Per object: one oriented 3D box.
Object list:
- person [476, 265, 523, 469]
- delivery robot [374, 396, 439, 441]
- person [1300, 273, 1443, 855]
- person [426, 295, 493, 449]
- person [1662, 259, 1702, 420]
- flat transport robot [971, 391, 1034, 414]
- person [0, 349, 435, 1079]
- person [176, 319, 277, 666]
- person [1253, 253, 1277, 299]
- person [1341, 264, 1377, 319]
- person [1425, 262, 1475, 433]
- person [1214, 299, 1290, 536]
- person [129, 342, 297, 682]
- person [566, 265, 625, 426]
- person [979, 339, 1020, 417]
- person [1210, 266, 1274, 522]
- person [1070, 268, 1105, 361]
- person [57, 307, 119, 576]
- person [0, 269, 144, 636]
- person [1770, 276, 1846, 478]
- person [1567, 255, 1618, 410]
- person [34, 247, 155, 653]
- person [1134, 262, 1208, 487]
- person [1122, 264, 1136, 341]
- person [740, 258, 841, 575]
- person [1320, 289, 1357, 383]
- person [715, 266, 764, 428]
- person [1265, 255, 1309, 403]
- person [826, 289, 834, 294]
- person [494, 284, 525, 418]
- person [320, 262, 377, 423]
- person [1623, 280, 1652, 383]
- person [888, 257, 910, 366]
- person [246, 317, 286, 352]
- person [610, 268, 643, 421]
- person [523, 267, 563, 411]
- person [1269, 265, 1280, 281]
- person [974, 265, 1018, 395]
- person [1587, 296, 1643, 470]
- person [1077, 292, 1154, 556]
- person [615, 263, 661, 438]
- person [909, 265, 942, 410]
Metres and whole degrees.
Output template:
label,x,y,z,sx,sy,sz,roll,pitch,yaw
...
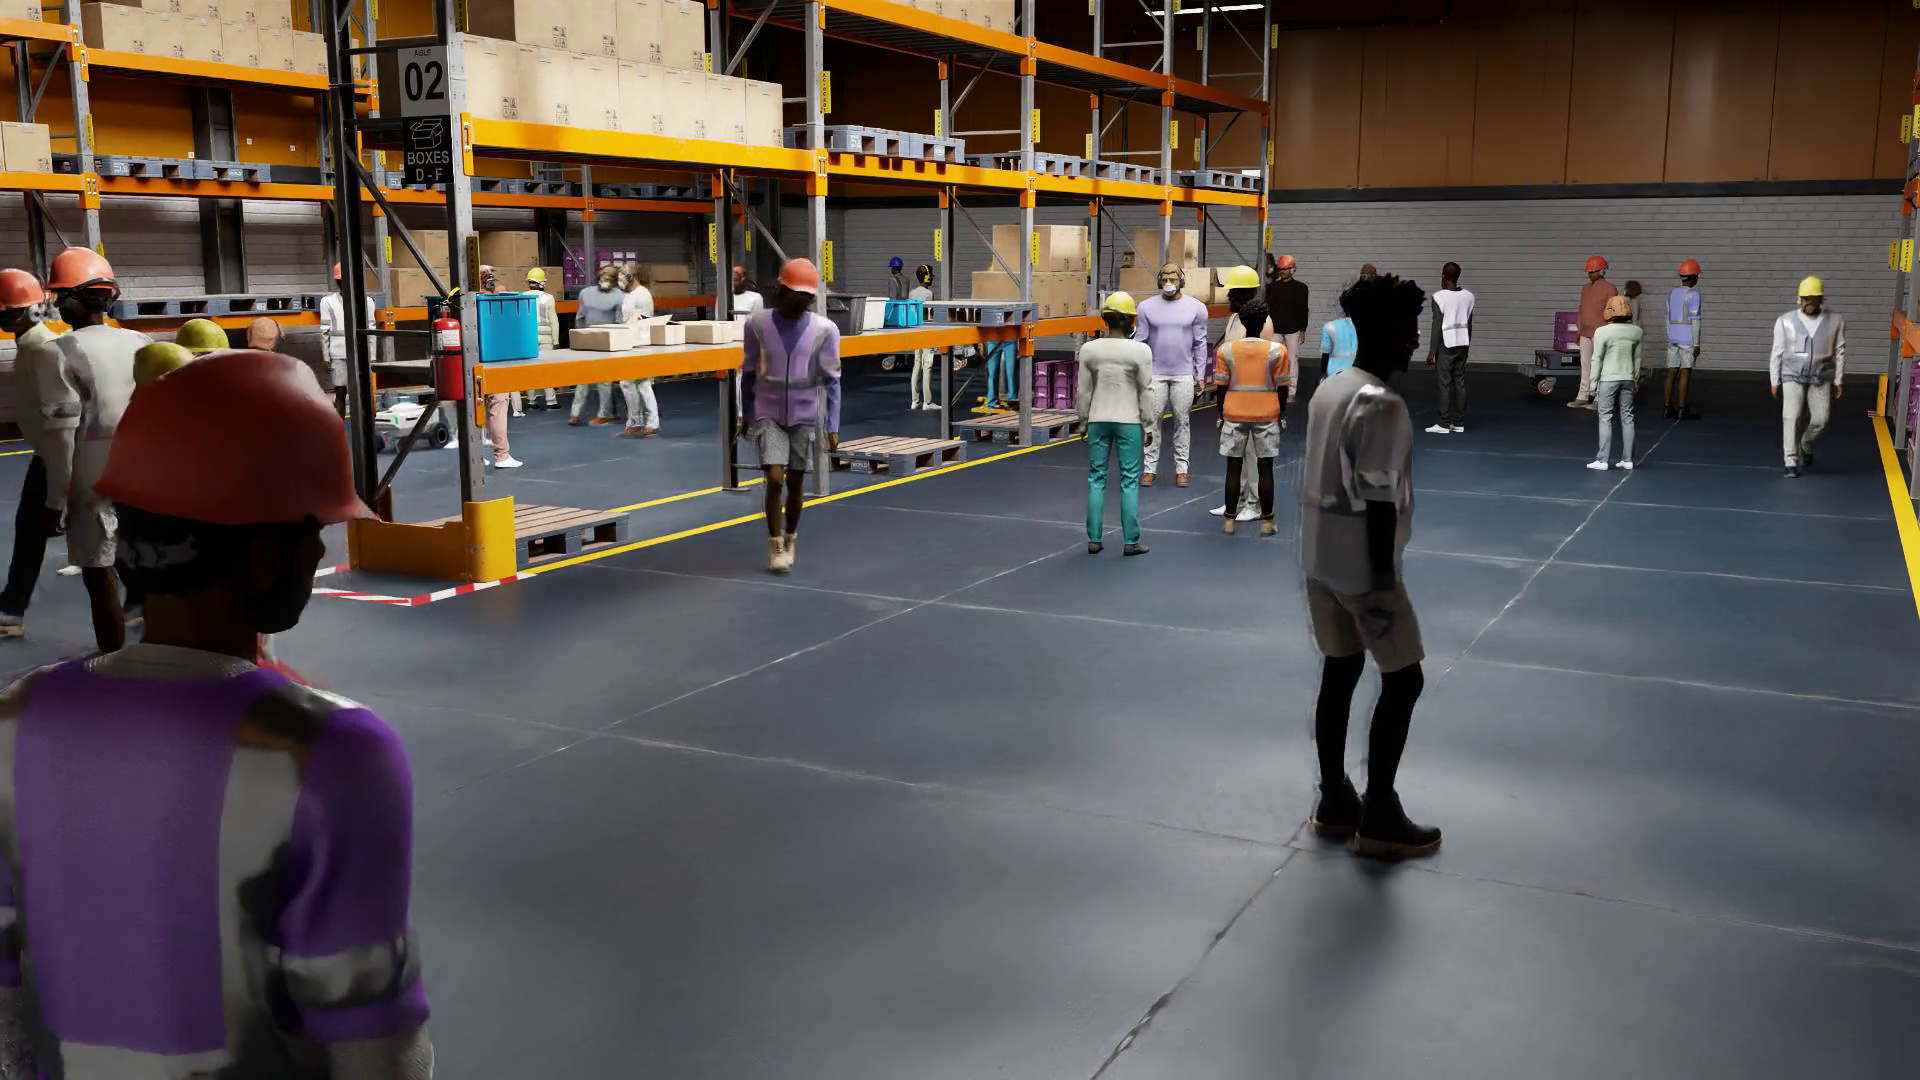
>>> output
label,x,y,z,sx,sy,sz,roll,pitch,yaw
person,-4.436,-1.620,15.642,0.652,1.906,0.404,4,10,20
delivery robot,-5.660,-1.226,16.998,0.477,0.478,0.707,4,10,21
person,1.398,0.081,5.648,0.475,1.955,0.625,-2,10,-12
person,-5.189,-1.725,17.146,0.629,1.596,0.410,2,10,12
person,8.804,-2.426,20.205,0.350,1.942,0.547,-3,10,-16
flat transport robot,0.821,-1.740,21.066,0.652,0.197,1.431,7,12,36
person,-0.862,0.767,1.863,0.594,1.926,0.538,2,10,13
person,-3.213,-0.080,7.199,0.487,1.744,0.312,2,10,14
person,4.954,-3.660,27.063,0.535,2.000,0.714,9,14,43
person,5.762,-2.998,23.724,0.642,1.876,0.849,9,13,42
person,5.515,-2.155,18.706,0.590,1.920,0.399,-5,11,-27
person,2.083,-0.867,11.891,0.539,1.696,0.317,3,10,14
person,-2.677,0.118,6.155,0.793,1.711,0.530,-7,12,-35
person,-4.222,-2.226,19.236,0.701,1.883,0.676,4,10,20
person,0.516,-2.417,20.445,0.578,1.840,0.377,1,10,6
person,2.135,-1.101,12.575,0.379,1.924,0.594,-3,10,-18
person,1.936,-3.246,25.263,0.590,1.836,0.404,3,10,15
person,-5.429,-0.690,10.362,0.520,1.874,0.327,4,11,24
person,-4.774,-0.448,8.748,1.025,1.928,0.645,-10,14,-44
person,7.653,-1.472,15.039,0.621,1.816,0.448,3,10,19
person,8.211,-2.681,21.556,0.391,1.986,0.609,-4,11,-22
person,-3.761,-0.245,7.284,0.379,2.045,0.605,4,10,20
person,1.812,-1.419,14.382,0.635,1.938,0.354,2,10,9
person,2.649,-3.383,26.047,0.430,1.841,0.624,0,10,-2
person,-1.066,-0.771,10.495,0.632,1.981,0.734,-1,10,-6
person,3.678,-1.530,15.774,0.547,1.689,0.322,4,10,21
person,-2.571,-2.202,19.141,0.620,1.857,0.765,2,10,13
person,4.388,-2.842,22.460,0.612,1.995,0.392,6,11,30
person,-1.775,-2.250,19.370,0.657,1.885,0.690,5,11,27
person,-5.588,-2.309,20.385,0.522,1.645,0.306,-1,10,-4
person,-6.369,-1.934,17.366,0.551,1.936,0.356,-4,10,-21
person,10.122,-3.096,24.998,0.492,1.618,0.519,3,10,17
person,-1.122,-4.102,29.890,0.395,1.945,0.618,5,11,25
person,-4.448,-0.621,10.727,0.522,1.608,0.698,-3,10,-19
person,-4.118,-2.355,20.086,0.506,1.843,0.351,3,10,14
person,-5.386,-2.560,21.290,0.588,1.835,0.403,3,10,14
person,5.116,-3.582,27.231,0.527,1.828,0.881,2,10,9
person,0.475,-2.740,22.200,0.606,1.889,0.974,0,10,-2
person,6.136,-1.466,15.574,0.498,1.626,0.289,-2,10,-11
person,1.049,-0.776,11.167,0.529,1.765,0.327,4,11,24
person,-3.604,-2.052,18.136,0.700,1.906,0.660,-5,11,-27
person,-0.449,-2.608,21.468,0.328,1.872,0.509,-8,13,-39
